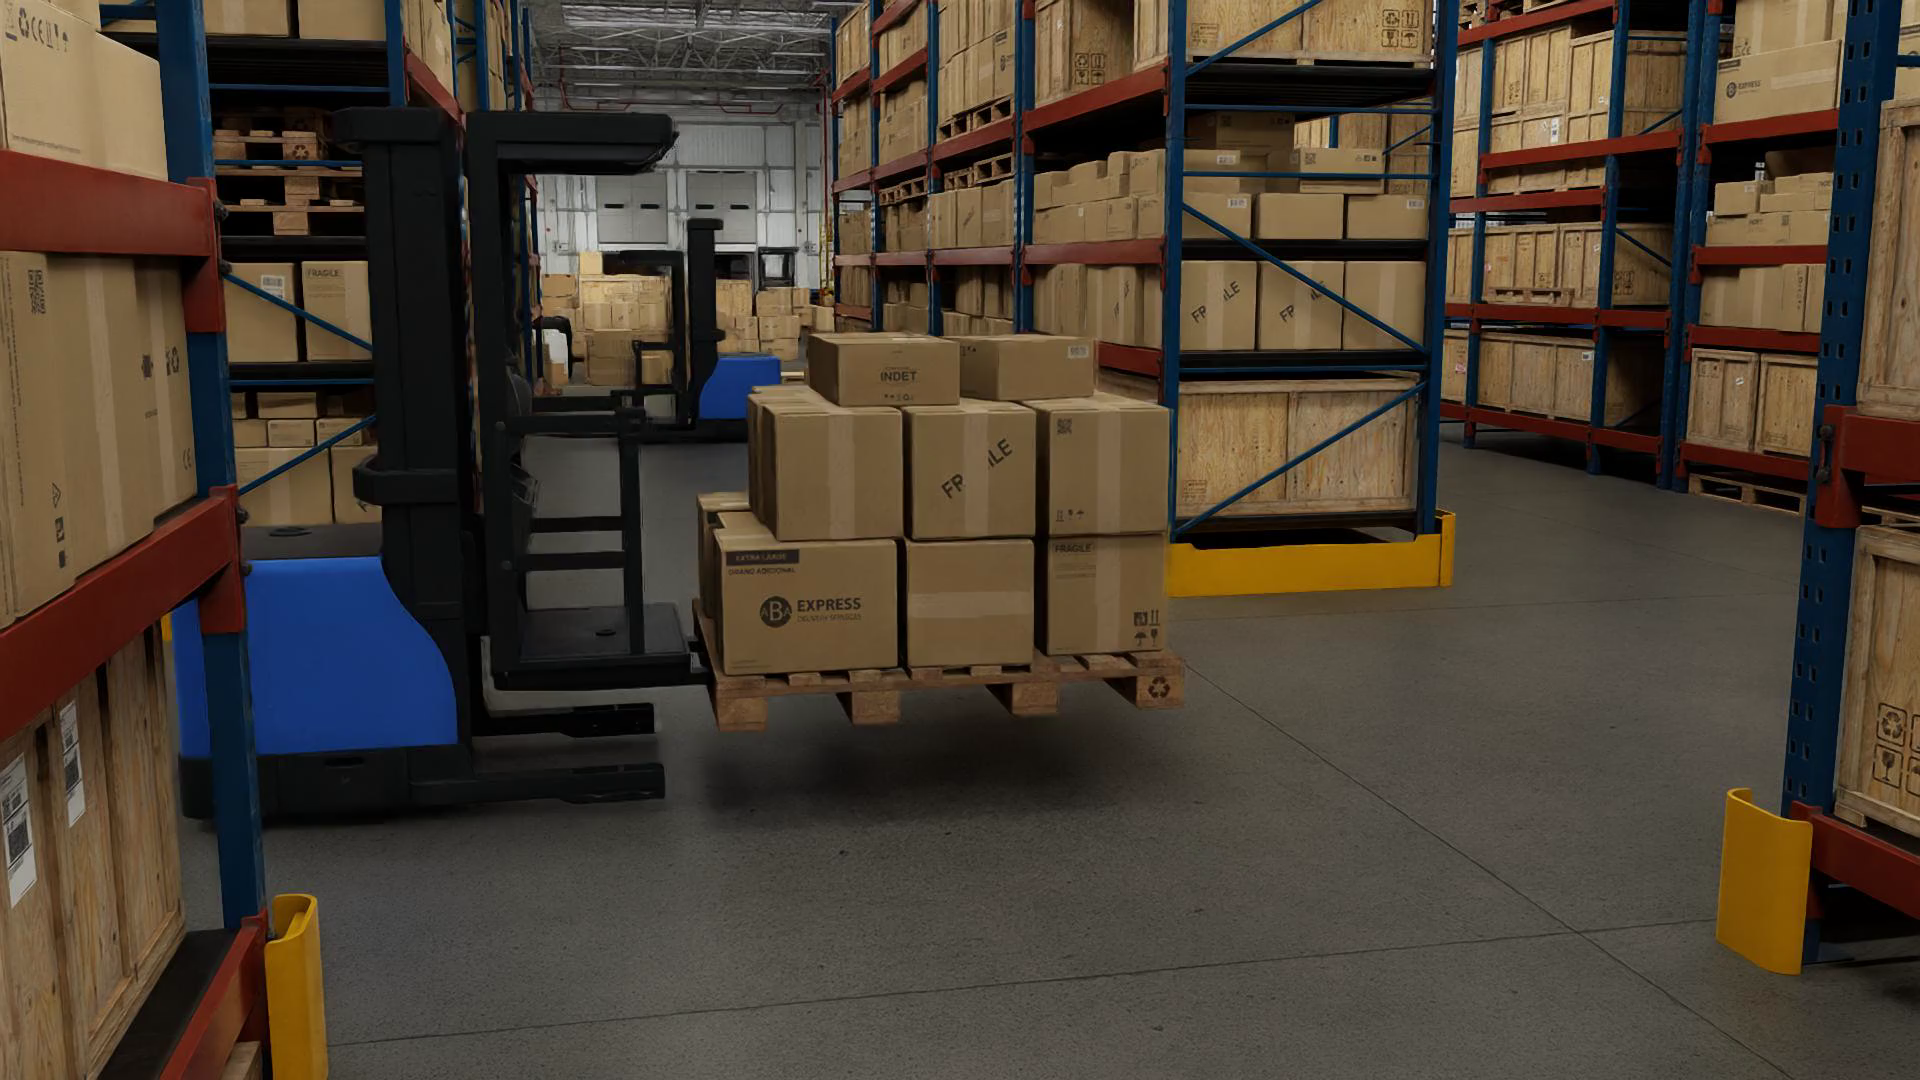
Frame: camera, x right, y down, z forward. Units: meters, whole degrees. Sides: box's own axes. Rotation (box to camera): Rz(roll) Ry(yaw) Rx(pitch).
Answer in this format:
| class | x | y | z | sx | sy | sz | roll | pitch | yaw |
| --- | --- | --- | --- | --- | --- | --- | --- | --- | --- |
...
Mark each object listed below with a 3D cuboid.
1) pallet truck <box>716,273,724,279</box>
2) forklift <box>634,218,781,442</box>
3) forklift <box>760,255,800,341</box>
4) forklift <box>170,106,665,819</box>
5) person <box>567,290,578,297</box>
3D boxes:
| class | x | y | z | sx | sy | sz | roll | pitch | yaw |
| --- | --- | --- | --- | --- | --- | --- | --- | --- | --- |
| pallet truck | -8.580 | -8.986 | 62.280 | 1.885 | 1.965 | 0.823 | 1 | 9 | 5 |
| forklift | -3.266 | -2.699 | 21.277 | 1.873 | 2.768 | 1.129 | -2 | 10 | -12 |
| forklift | -5.569 | -7.385 | 49.836 | 1.129 | 2.768 | 1.873 | -3 | 10 | -18 |
| forklift | -2.247 | -0.348 | 6.947 | 1.873 | 2.768 | 1.129 | -2 | 10 | -13 |
| person | -11.467 | -6.853 | 49.563 | 0.855 | 1.909 | 0.641 | -1 | 9 | -6 |
